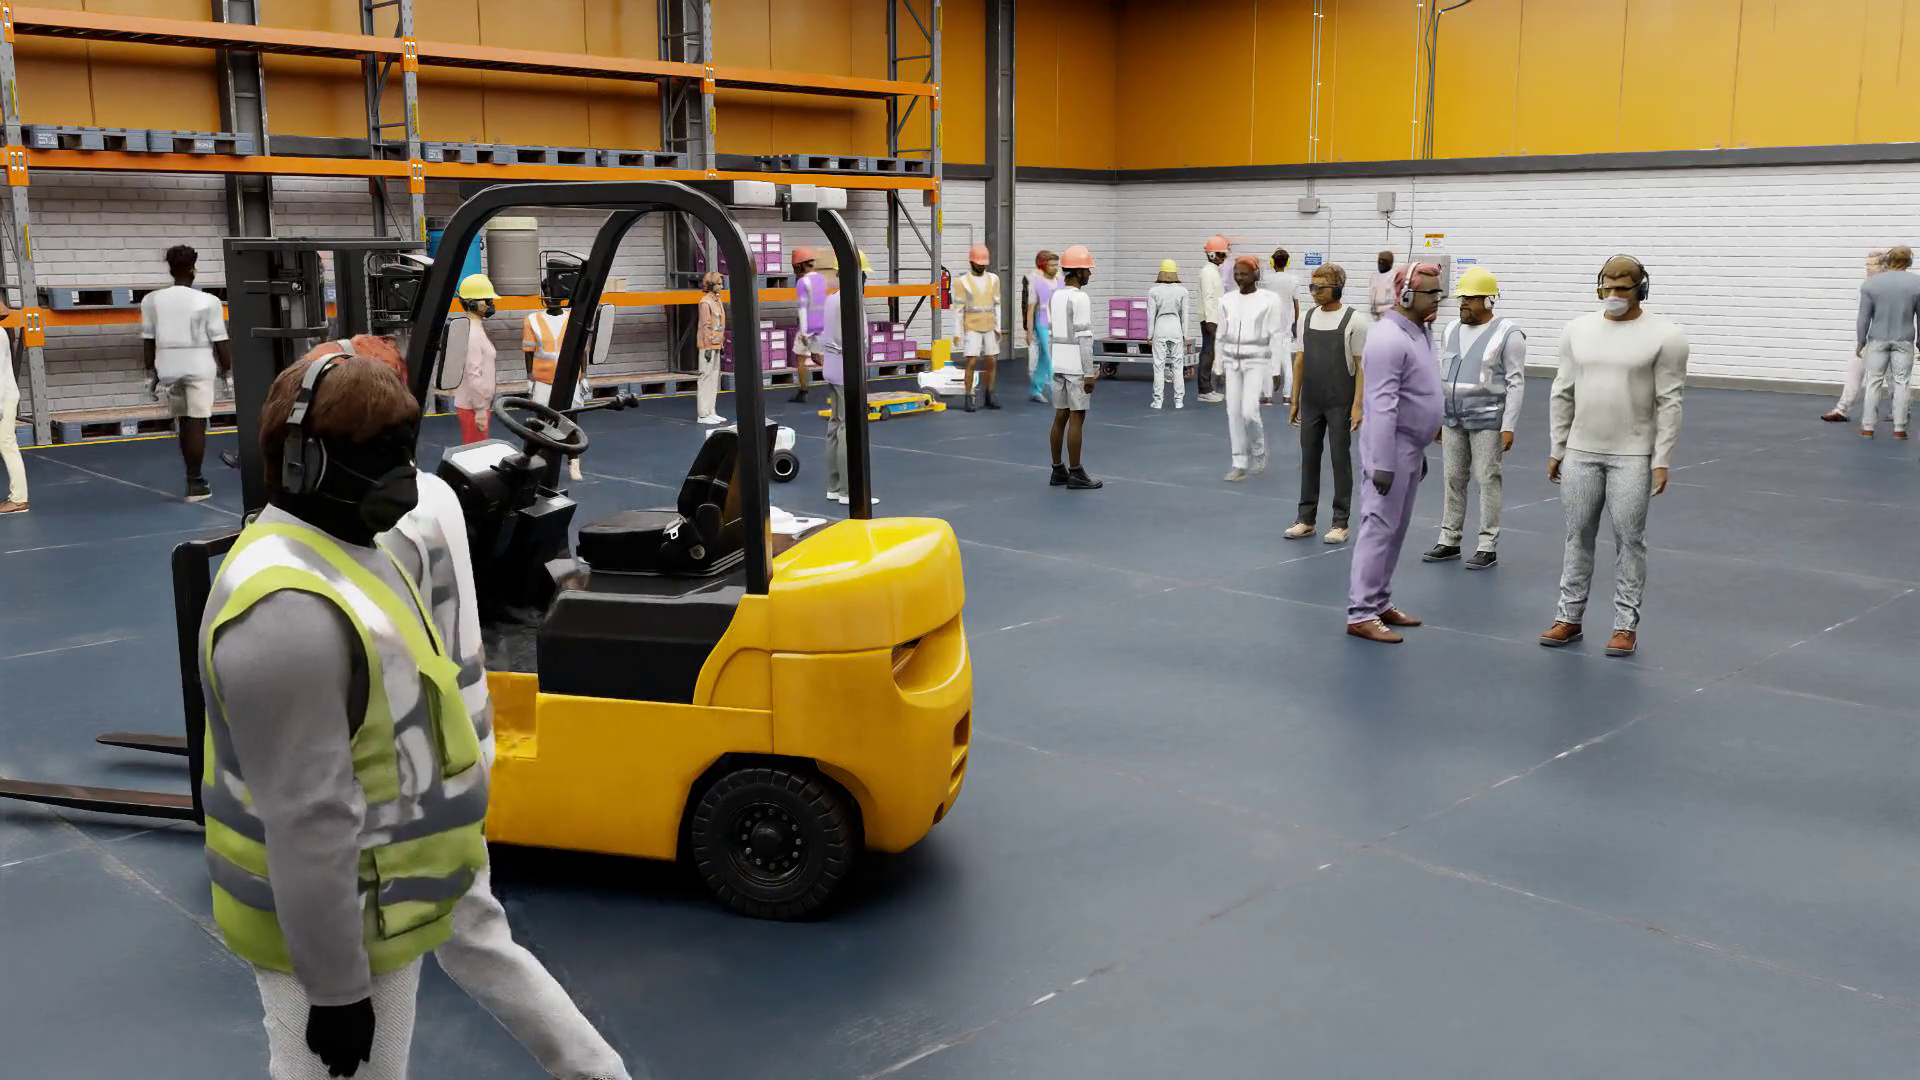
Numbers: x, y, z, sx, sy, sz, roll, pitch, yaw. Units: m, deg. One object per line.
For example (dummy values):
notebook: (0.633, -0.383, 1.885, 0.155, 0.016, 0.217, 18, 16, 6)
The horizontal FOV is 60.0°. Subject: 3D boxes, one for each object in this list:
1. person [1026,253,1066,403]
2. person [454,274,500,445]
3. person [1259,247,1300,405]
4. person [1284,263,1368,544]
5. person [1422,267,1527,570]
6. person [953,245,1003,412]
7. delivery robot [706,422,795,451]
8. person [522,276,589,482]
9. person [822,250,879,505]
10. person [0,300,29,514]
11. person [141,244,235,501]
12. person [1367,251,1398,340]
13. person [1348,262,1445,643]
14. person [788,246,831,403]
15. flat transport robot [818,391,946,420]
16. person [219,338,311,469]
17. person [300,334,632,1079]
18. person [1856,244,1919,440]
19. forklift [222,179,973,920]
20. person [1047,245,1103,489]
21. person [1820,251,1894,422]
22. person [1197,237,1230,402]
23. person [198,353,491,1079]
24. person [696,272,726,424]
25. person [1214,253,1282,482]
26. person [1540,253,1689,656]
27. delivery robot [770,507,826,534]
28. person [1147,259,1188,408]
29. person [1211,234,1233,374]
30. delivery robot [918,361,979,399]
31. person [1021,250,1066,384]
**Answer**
person: (1.096, -2.507, 19.842, 0.571, 1.807, 0.844, -10, 14, -44)
person: (-3.179, -0.868, 11.026, 0.327, 1.769, 0.525, -2, 11, -13)
person: (3.800, -2.544, 19.883, 0.515, 1.872, 0.328, -1, 10, -3)
person: (2.416, -0.897, 10.975, 0.514, 1.840, 0.328, 9, 13, 39)
person: (3.119, -0.737, 10.132, 0.404, 1.829, 0.600, -8, 13, -36)
person: (0.221, -2.437, 19.185, 0.674, 1.909, 0.548, -4, 11, -21)
delivery robot: (-1.734, -0.807, 13.745, 0.707, 0.478, 0.477, -3, 11, -15)
person: (-3.300, -1.308, 13.621, 0.535, 1.694, 0.321, -3, 11, -15)
person: (-0.839, -1.226, 12.539, 0.384, 1.928, 0.589, -4, 11, -21)
person: (-7.035, -1.004, 12.160, 0.281, 1.624, 0.493, -7, 13, -34)
person: (-5.905, -1.296, 12.855, 0.633, 1.944, 0.727, 0, 10, 2)
person: (5.961, -3.139, 23.308, 0.484, 1.816, 0.649, -7, 13, -34)
person: (2.210, -0.436, 8.353, 0.414, 1.894, 0.658, 6, 12, 28)
person: (-1.768, -2.558, 19.942, 0.726, 1.897, 0.560, 8, 13, 36)
flat transport robot: (-0.859, -1.515, 18.635, 0.652, 0.197, 1.431, 8, 13, 38)
person: (-5.758, -1.486, 14.065, 1.002, 1.879, 0.567, -2, 11, -9)
person: (-1.114, 0.481, 3.509, 0.941, 1.842, 0.567, -2, 11, -12)
person: (9.229, -1.954, 16.478, 0.635, 1.937, 0.352, 5, 12, 28)
forklift: (-1.114, -0.058, 5.440, 2.313, 2.155, 1.214, 2, 11, 13)
person: (0.917, -1.377, 13.330, 0.361, 1.939, 0.542, -5, 12, -28)
person: (9.919, -2.185, 18.007, 1.015, 1.851, 0.659, -3, 11, -17)
person: (3.092, -2.692, 20.346, 0.388, 1.992, 0.625, 3, 11, 15)
person: (-0.984, 0.617, 2.732, 0.430, 1.840, 0.625, -3, 11, -14)
person: (-2.675, -2.057, 17.900, 0.322, 1.630, 0.515, 1, 10, 6)
person: (2.338, -1.407, 13.662, 0.584, 1.870, 0.416, 8, 13, 38)
person: (3.154, -0.409, 8.065, 0.629, 1.937, 0.373, 9, 14, 39)
delivery robot: (-1.134, -0.017, 9.438, 0.707, 0.478, 0.477, 3, 11, 17)
person: (2.426, -2.414, 19.519, 0.488, 1.743, 0.317, 0, 10, -1)
person: (3.820, -3.421, 24.220, 0.554, 2.033, 0.624, 0, 10, 2)
delivery robot: (-0.130, -1.850, 19.433, 0.707, 0.478, 0.477, 1, 10, 3)
person: (1.134, -3.062, 22.877, 0.646, 1.803, 0.872, -1, 10, -8)
